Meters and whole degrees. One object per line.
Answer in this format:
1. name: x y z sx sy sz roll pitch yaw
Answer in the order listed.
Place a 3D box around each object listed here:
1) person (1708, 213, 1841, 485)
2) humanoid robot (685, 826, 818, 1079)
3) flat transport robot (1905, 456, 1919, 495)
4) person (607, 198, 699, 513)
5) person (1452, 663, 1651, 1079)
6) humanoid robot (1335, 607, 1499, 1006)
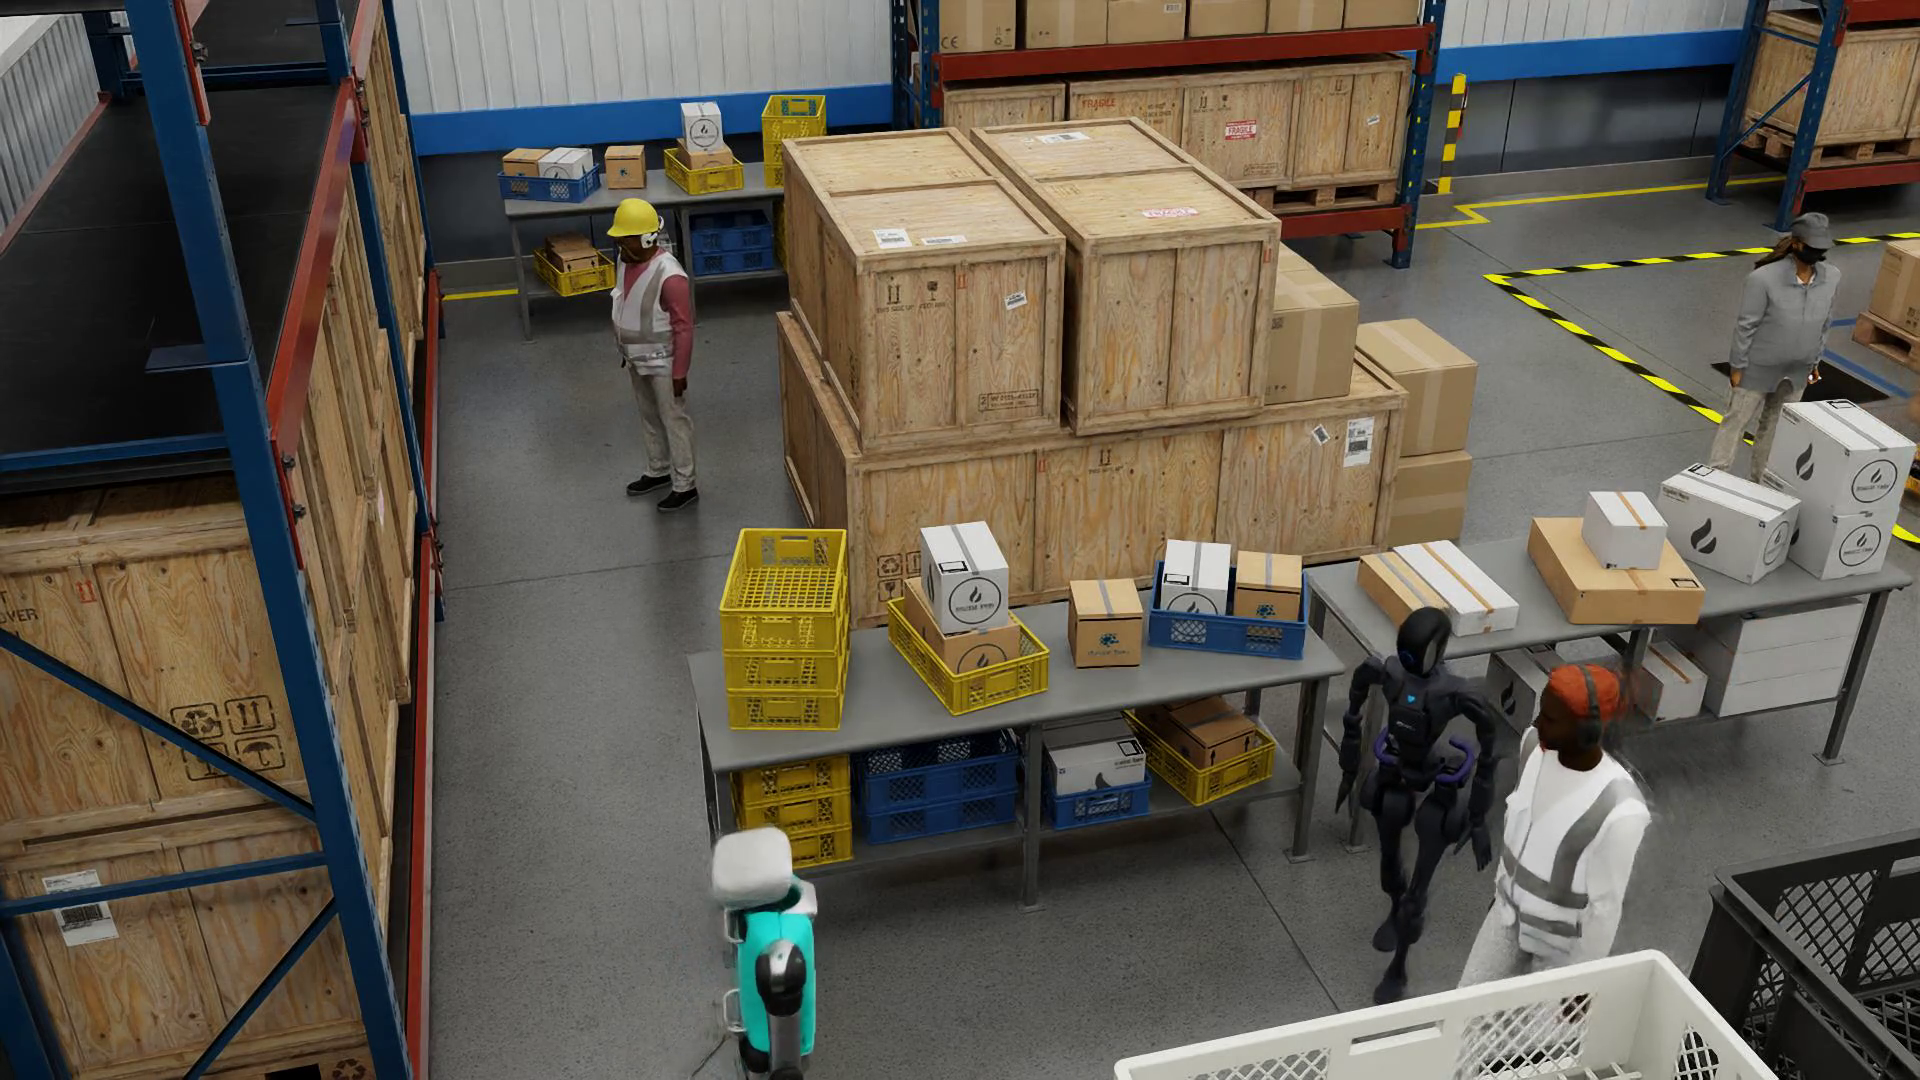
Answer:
1. person: 4.575 -0.995 9.366 0.572 1.768 0.398 -4 29 -8
2. humanoid robot: -0.774 1.618 4.702 0.882 1.823 0.531 -5 29 -9
3. flat transport robot: 6.323 -0.421 9.853 1.431 0.197 0.652 -7 30 -13
4. person: -1.735 -1.034 9.372 0.403 1.830 0.597 -24 37 -36
5. person: 1.902 1.202 5.290 0.792 1.855 0.604 -9 30 -16
6. humanoid robot: 1.642 0.917 6.004 0.610 1.628 0.570 19 34 30
